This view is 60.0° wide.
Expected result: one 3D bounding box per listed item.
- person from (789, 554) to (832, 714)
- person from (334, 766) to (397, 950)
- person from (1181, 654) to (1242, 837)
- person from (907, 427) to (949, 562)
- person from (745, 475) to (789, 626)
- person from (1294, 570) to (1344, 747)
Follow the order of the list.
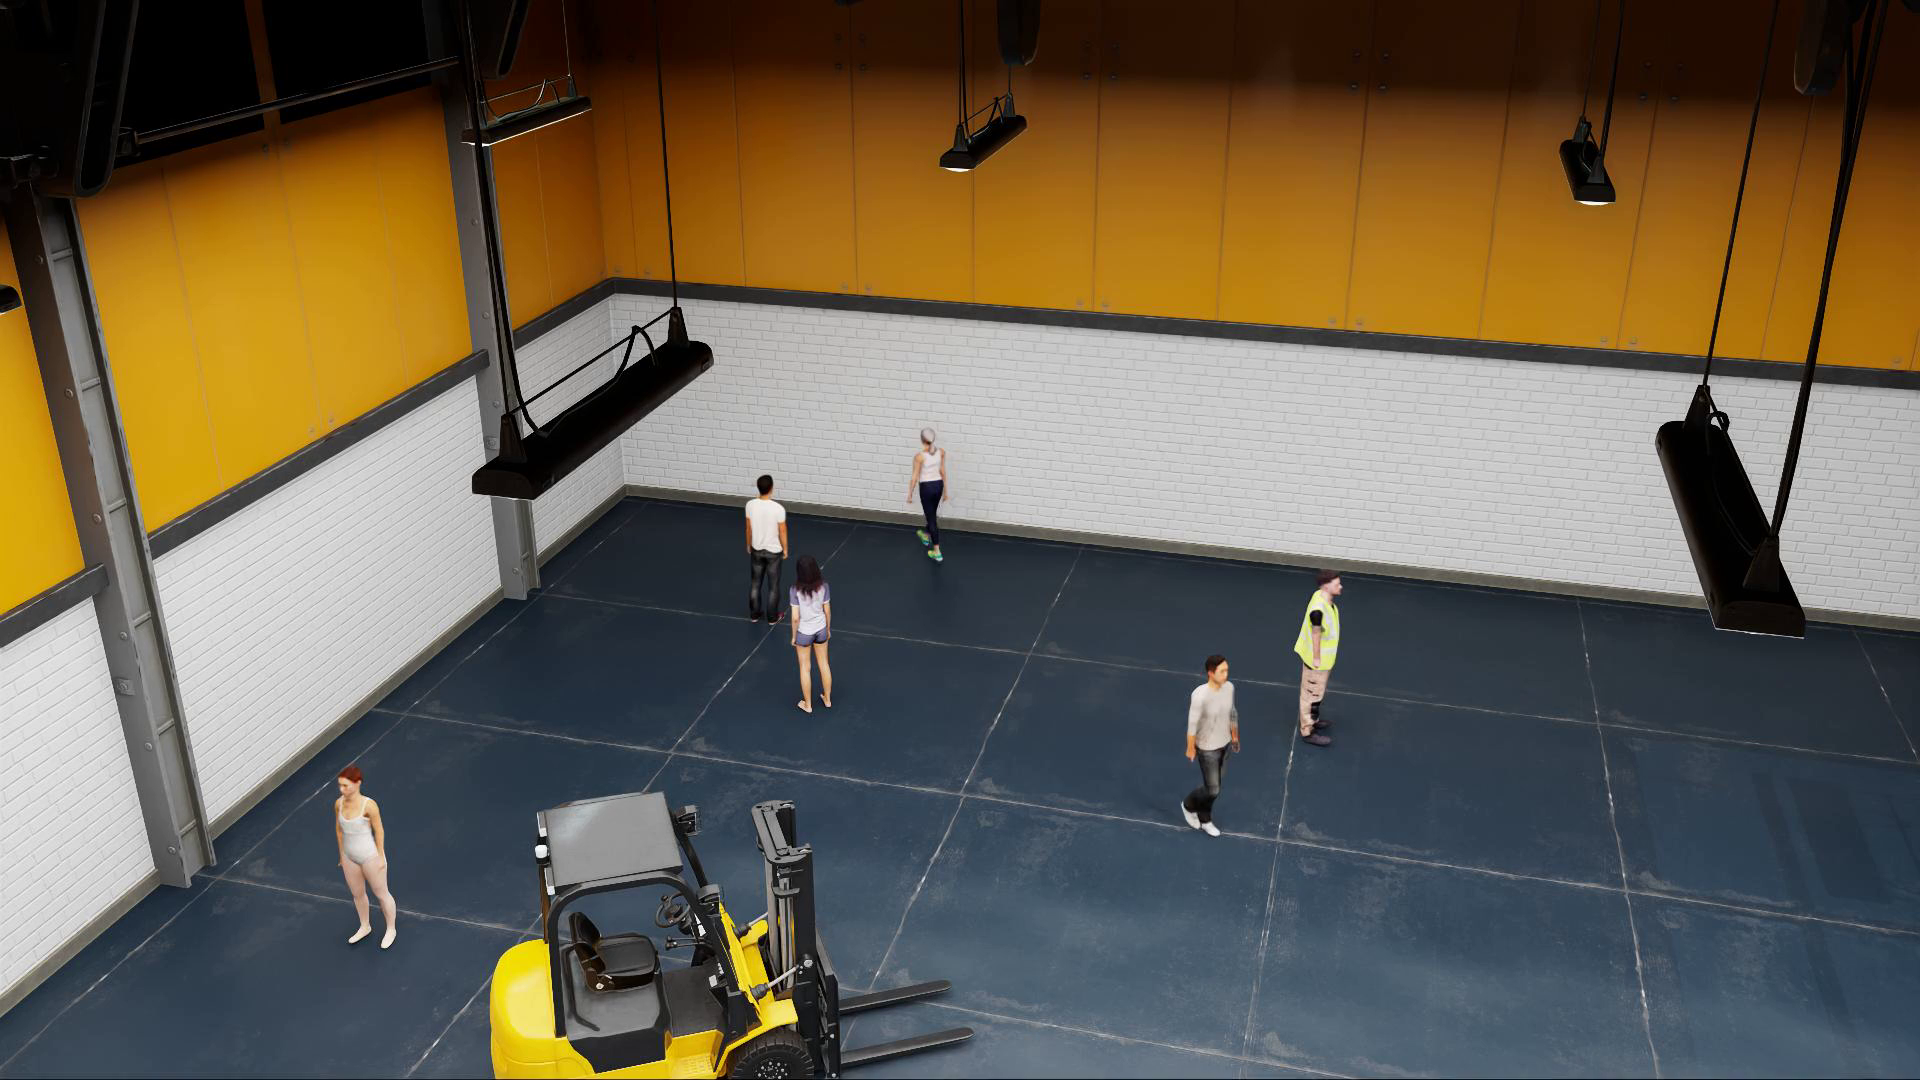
[{"bbox_3d":[-1.535,0.950,17.104,0.645,1.731,0.694,-12,26,-25],"label":"person"},{"bbox_3d":[-4.849,2.564,13.520,0.561,1.644,0.466,5,24,12],"label":"person"},{"bbox_3d":[2.217,1.819,15.029,0.789,1.800,0.863,-19,30,-37],"label":"person"},{"bbox_3d":[-0.328,-0.548,20.590,1.004,1.682,1.052,-13,27,-28],"label":"person"},{"bbox_3d":[-2.212,0.112,18.933,0.627,1.801,0.522,6,24,13],"label":"person"},{"bbox_3d":[3.584,1.128,16.555,0.736,1.845,0.607,6,24,13],"label":"person"}]
